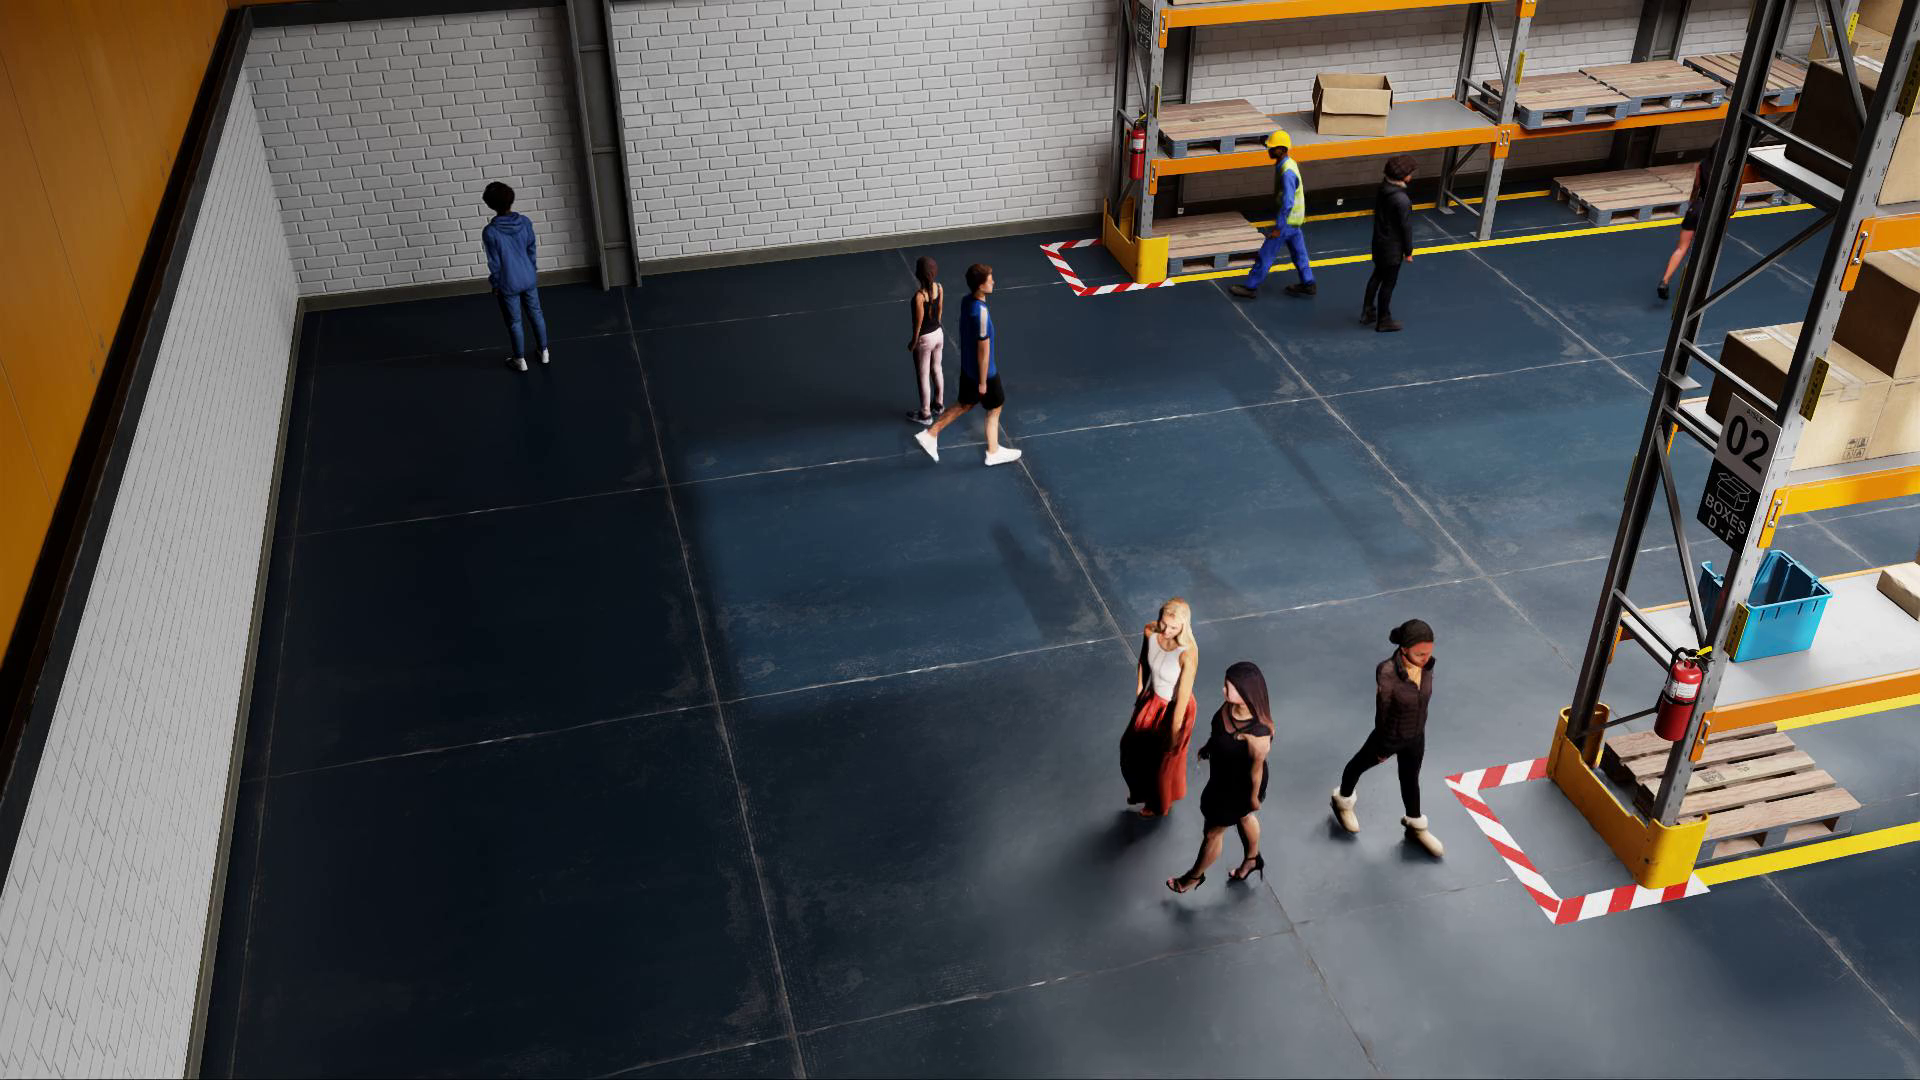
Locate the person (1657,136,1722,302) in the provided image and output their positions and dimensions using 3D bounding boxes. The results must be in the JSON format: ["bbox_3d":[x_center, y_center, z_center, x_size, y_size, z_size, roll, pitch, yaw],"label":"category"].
[{"bbox_3d":[7.382,-3.173,16.596,1.208,1.707,0.943,-27,42,-34],"label":"person"}]

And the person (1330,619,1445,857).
[{"bbox_3d":[2.716,1.240,10.007,0.801,1.651,0.927,21,39,29],"label":"person"}]

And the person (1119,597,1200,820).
[{"bbox_3d":[1.354,1.038,10.196,0.828,1.778,0.765,-19,38,-26],"label":"person"}]

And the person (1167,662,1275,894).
[{"bbox_3d":[1.705,1.394,9.735,0.919,1.695,0.795,1,34,2],"label":"person"}]

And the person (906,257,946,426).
[{"bbox_3d":[-0.282,-1.768,14.610,0.685,1.565,0.605,25,41,32],"label":"person"}]

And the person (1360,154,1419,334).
[{"bbox_3d":[4.117,-2.850,16.049,0.627,1.774,0.646,-11,35,-16],"label":"person"}]

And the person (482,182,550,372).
[{"bbox_3d":[-4.122,-2.441,15.408,0.666,1.803,0.811,-25,41,-32],"label":"person"}]

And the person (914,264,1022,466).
[{"bbox_3d":[0.054,-1.427,13.847,1.146,1.843,0.683,-11,35,-15],"label":"person"}]

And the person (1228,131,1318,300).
[{"bbox_3d":[3.326,-3.174,16.560,1.236,1.748,0.928,4,34,6],"label":"person"}]
